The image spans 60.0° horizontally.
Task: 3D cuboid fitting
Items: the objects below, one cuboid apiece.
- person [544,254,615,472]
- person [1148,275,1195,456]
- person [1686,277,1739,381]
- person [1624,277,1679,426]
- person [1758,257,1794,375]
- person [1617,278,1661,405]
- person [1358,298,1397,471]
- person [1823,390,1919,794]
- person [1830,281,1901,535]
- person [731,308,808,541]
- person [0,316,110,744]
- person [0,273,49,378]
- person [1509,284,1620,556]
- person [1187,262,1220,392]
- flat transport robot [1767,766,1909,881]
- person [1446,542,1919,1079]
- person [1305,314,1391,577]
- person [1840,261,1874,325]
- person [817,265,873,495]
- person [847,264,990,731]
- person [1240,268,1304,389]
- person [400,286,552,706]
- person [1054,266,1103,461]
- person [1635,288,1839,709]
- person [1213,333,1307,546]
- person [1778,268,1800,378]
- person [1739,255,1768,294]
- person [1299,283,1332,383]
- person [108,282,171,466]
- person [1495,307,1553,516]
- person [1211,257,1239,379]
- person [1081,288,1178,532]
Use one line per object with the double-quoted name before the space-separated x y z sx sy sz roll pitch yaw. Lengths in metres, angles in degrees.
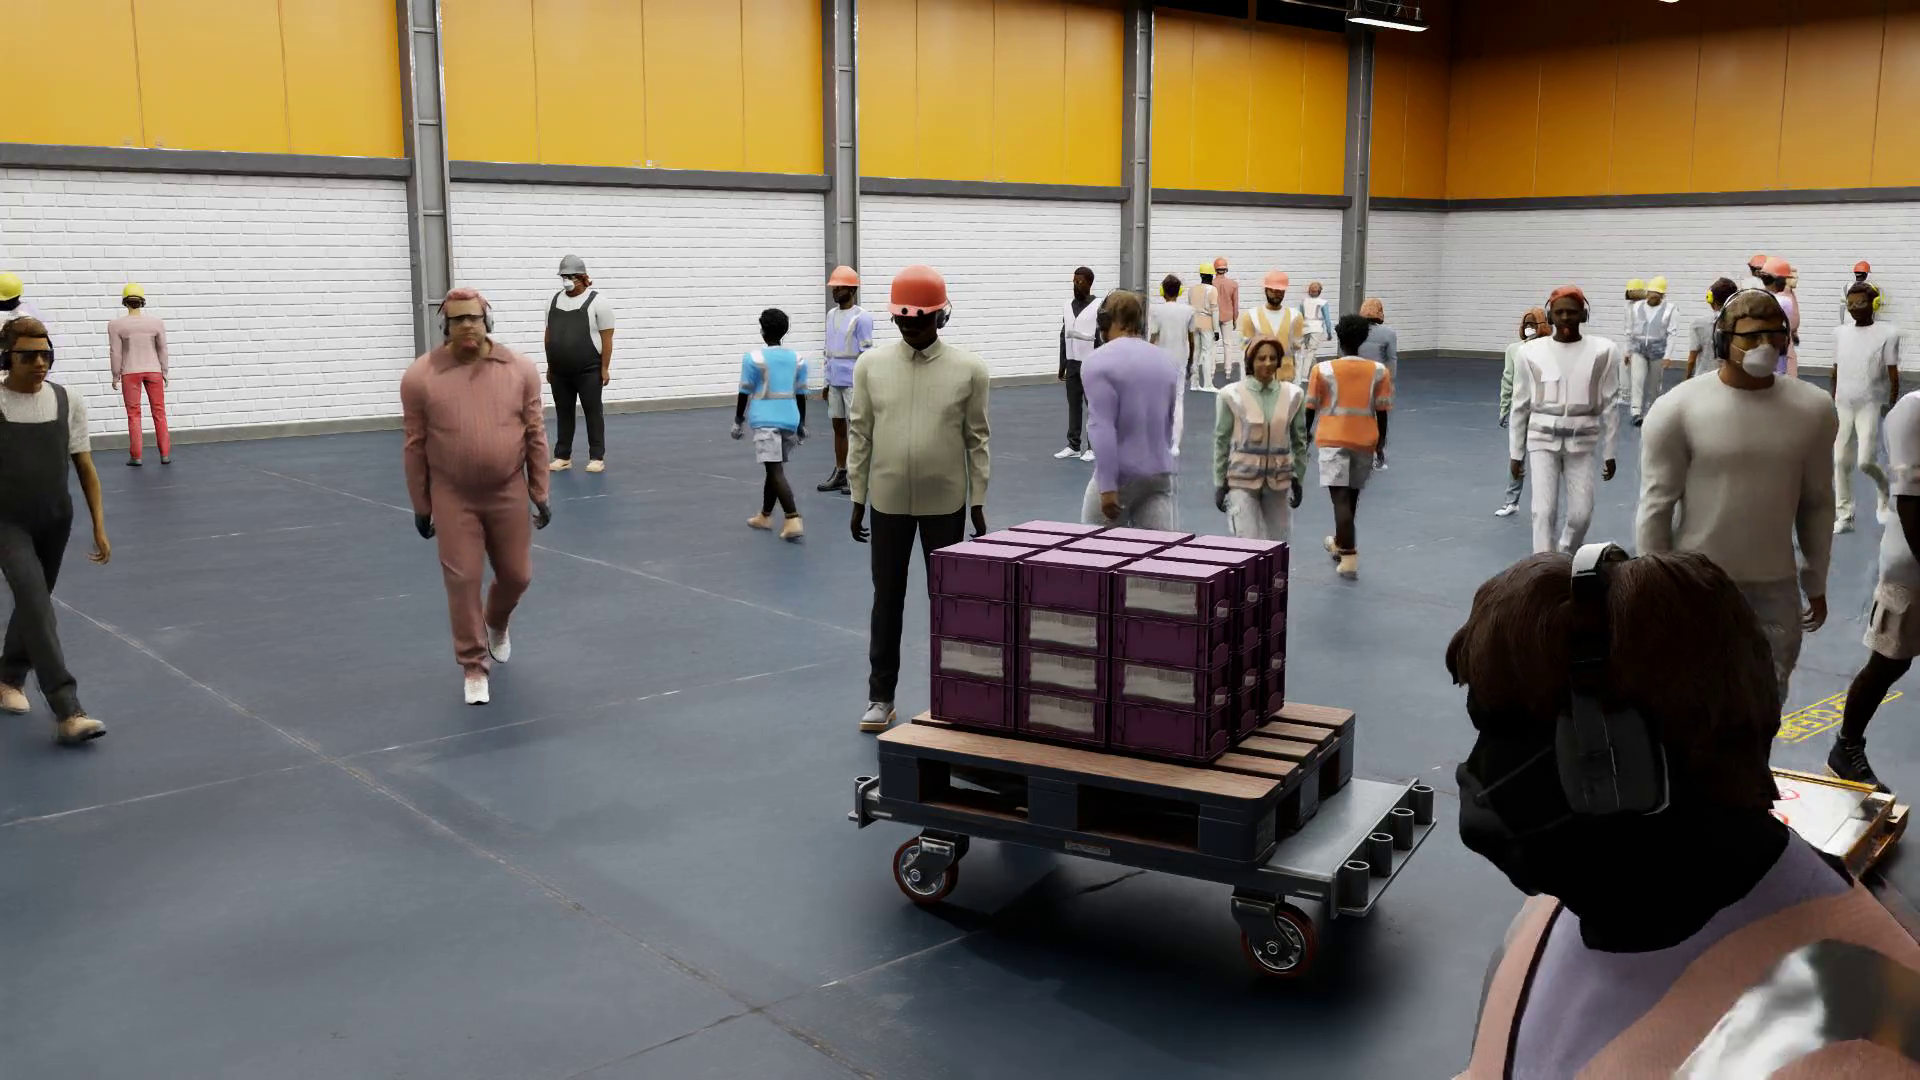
"person" -3.609 -1.650 15.600 0.675 2.000 0.537 3 10 15
"person" 2.164 -1.801 17.113 0.505 1.819 0.972 0 10 0
"person" 6.170 -1.212 13.590 0.493 1.852 0.417 2 10 12
"person" 8.243 -2.250 19.892 0.603 1.784 0.876 6 11 31
"person" 7.734 -1.726 16.139 0.803 2.023 0.610 -3 10 -17
"person" 9.233 -2.693 22.618 0.643 1.726 0.488 -4 10 -21
"person" 3.864 -1.468 15.727 0.507 1.631 0.265 3 10 15
"person" 3.481 0.081 5.857 0.588 1.915 0.979 -1 10 -6
"person" 6.595 -0.962 12.141 0.607 1.850 0.496 -6 12 -33
"person" -1.331 -0.838 11.965 0.528 1.655 0.864 -9 13 -42
"person" -3.965 -0.064 7.092 1.063 1.779 0.523 7 12 36
"person" -8.522 -1.488 15.165 0.373 1.875 0.682 -4 10 -20
"person" 3.454 -0.530 9.550 0.596 1.866 0.552 3 10 18
"person" 3.641 -3.161 24.772 0.371 1.929 0.584 -7 12 -37
"flat transport robot" 2.596 0.970 5.436 0.652 0.197 1.431 8 12 39
"person" 0.555 0.904 1.389 0.632 1.803 0.637 0 10 -1
"person" 2.465 -0.622 10.701 0.547 1.644 0.880 -1 10 -5
"person" 14.586 -3.552 27.036 0.356 1.938 0.543 -7 12 -34
"person" -0.981 -1.359 14.187 0.545 1.942 0.350 9 13 43
"person" -0.179 -0.163 7.058 0.609 1.985 0.392 1 10 4
"person" 2.778 -1.465 14.869 0.546 1.918 0.520 0 10 -1
"person" -2.239 -0.228 7.706 0.649 1.891 0.678 -4 11 -24
"person" 1.229 -1.752 16.554 0.593 1.919 0.391 9 13 44
"person" 2.564 0.116 5.604 0.635 1.923 0.709 0 10 -1
"person" 1.590 -0.301 8.929 0.520 1.623 0.608 -1 10 -8
"person" 11.482 -2.884 23.337 0.957 1.868 0.640 7 12 35
"person" 12.371 -3.412 25.907 0.373 2.043 0.614 -1 10 -8
"person" 5.707 -3.320 26.669 0.532 1.587 0.875 10 14 44
"person" -7.921 -1.593 16.070 0.523 1.769 0.315 -7 12 -37
"person" 4.410 -0.972 12.821 0.504 1.632 0.269 8 13 40
"person" 4.286 -3.650 27.435 0.612 1.997 0.375 -1 10 -4
"person" 0.817 -0.282 8.127 0.636 1.855 1.056 -7 12 -34
